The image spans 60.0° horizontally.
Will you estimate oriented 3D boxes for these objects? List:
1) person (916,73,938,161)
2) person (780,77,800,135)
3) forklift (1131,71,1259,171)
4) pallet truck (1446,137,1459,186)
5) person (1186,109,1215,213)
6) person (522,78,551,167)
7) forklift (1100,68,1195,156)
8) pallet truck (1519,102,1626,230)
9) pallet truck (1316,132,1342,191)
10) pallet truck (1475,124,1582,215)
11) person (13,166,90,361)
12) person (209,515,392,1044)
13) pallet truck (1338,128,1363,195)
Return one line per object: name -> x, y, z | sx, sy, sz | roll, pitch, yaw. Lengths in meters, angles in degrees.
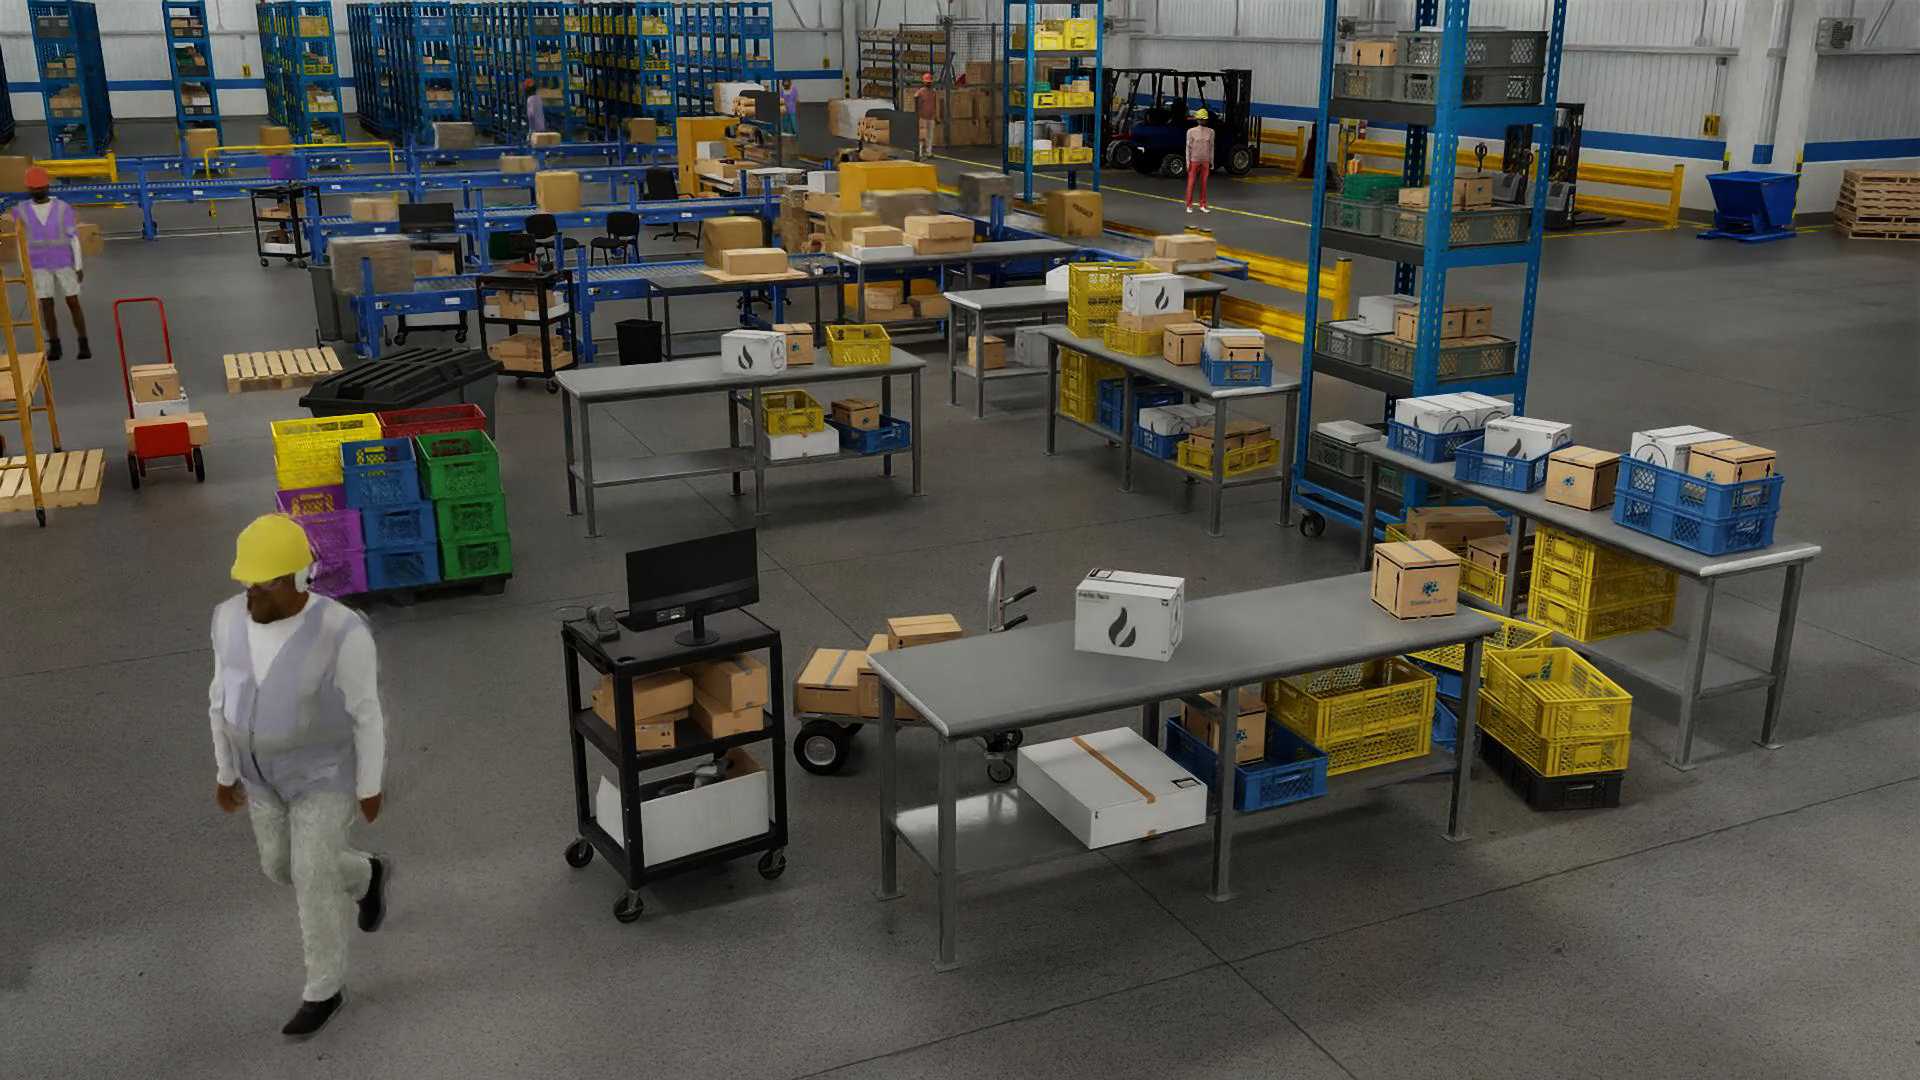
person -> -0.766, -9.904, 38.973 | 0.623, 1.990, 0.391 | -15, 23, -39
person -> -4.287, -10.636, 41.549 | 0.592, 1.827, 0.444 | -1, 18, -5
forklift -> 4.998, -8.936, 35.413 | 2.680, 1.987, 1.157 | -9, 20, -25
pallet truck -> 9.184, -6.485, 29.328 | 1.630, 1.274, 0.653 | -8, 19, -23
person -> 4.156, -6.556, 28.799 | 0.530, 1.768, 0.312 | -5, 18, -14
person -> -9.025, -8.757, 35.316 | 0.469, 2.024, 0.608 | 3, 18, 9
forklift -> 4.082, -9.564, 37.410 | 2.680, 1.987, 1.157 | -8, 19, -23
pallet truck -> 9.972, -6.037, 26.785 | 1.885, 1.965, 0.823 | -9, 20, -25
pallet truck -> 7.723, -7.504, 32.656 | 1.601, 1.201, 0.680 | -8, 19, -23
pallet truck -> 9.707, -6.455, 28.103 | 1.885, 1.965, 0.823 | -7, 19, -20
person -> -9.013, -2.732, 16.493 | 0.556, 1.926, 0.408 | -7, 19, -21
person -> -2.230, 0.747, 5.726 | 0.598, 1.810, 0.728 | 5, 18, 16
pallet truck -> 7.845, -7.140, 31.411 | 1.522, 1.261, 0.704 | -9, 20, -25
